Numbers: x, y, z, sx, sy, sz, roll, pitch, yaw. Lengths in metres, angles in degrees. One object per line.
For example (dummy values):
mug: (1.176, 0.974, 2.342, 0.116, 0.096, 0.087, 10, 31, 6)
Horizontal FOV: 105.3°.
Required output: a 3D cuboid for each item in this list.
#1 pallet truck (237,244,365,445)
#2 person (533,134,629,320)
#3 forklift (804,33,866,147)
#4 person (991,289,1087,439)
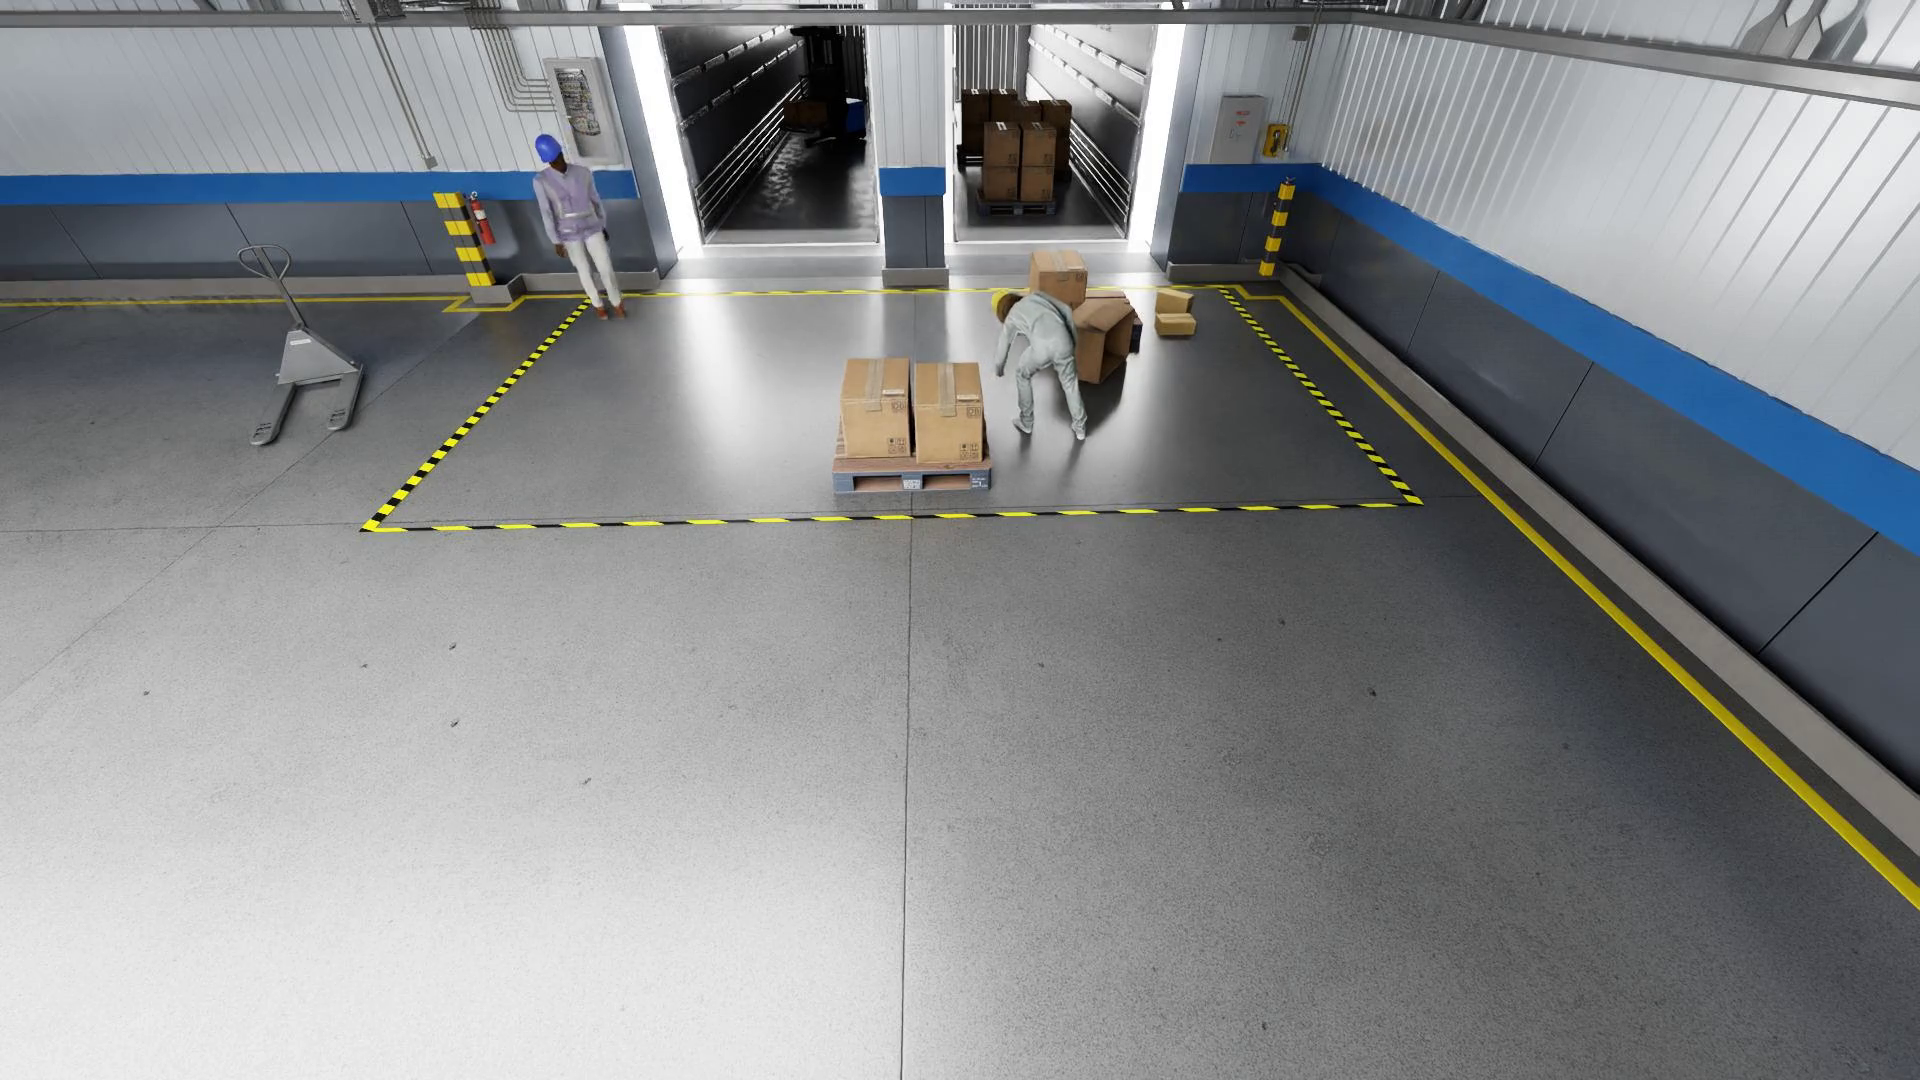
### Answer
pallet truck: (-5.915, -1.733, 6.366, 0.680, 1.201, 1.601, -18, 42, -21)
person: (-3.994, -3.217, 7.700, 0.631, 1.901, 0.572, -23, 44, -26)
forklift: (-2.628, -9.748, 15.821, 0.716, 2.013, 0.776, 19, 42, 23)
person: (0.663, -1.491, 6.149, 0.778, 1.142, 0.784, -2, 38, -3)
